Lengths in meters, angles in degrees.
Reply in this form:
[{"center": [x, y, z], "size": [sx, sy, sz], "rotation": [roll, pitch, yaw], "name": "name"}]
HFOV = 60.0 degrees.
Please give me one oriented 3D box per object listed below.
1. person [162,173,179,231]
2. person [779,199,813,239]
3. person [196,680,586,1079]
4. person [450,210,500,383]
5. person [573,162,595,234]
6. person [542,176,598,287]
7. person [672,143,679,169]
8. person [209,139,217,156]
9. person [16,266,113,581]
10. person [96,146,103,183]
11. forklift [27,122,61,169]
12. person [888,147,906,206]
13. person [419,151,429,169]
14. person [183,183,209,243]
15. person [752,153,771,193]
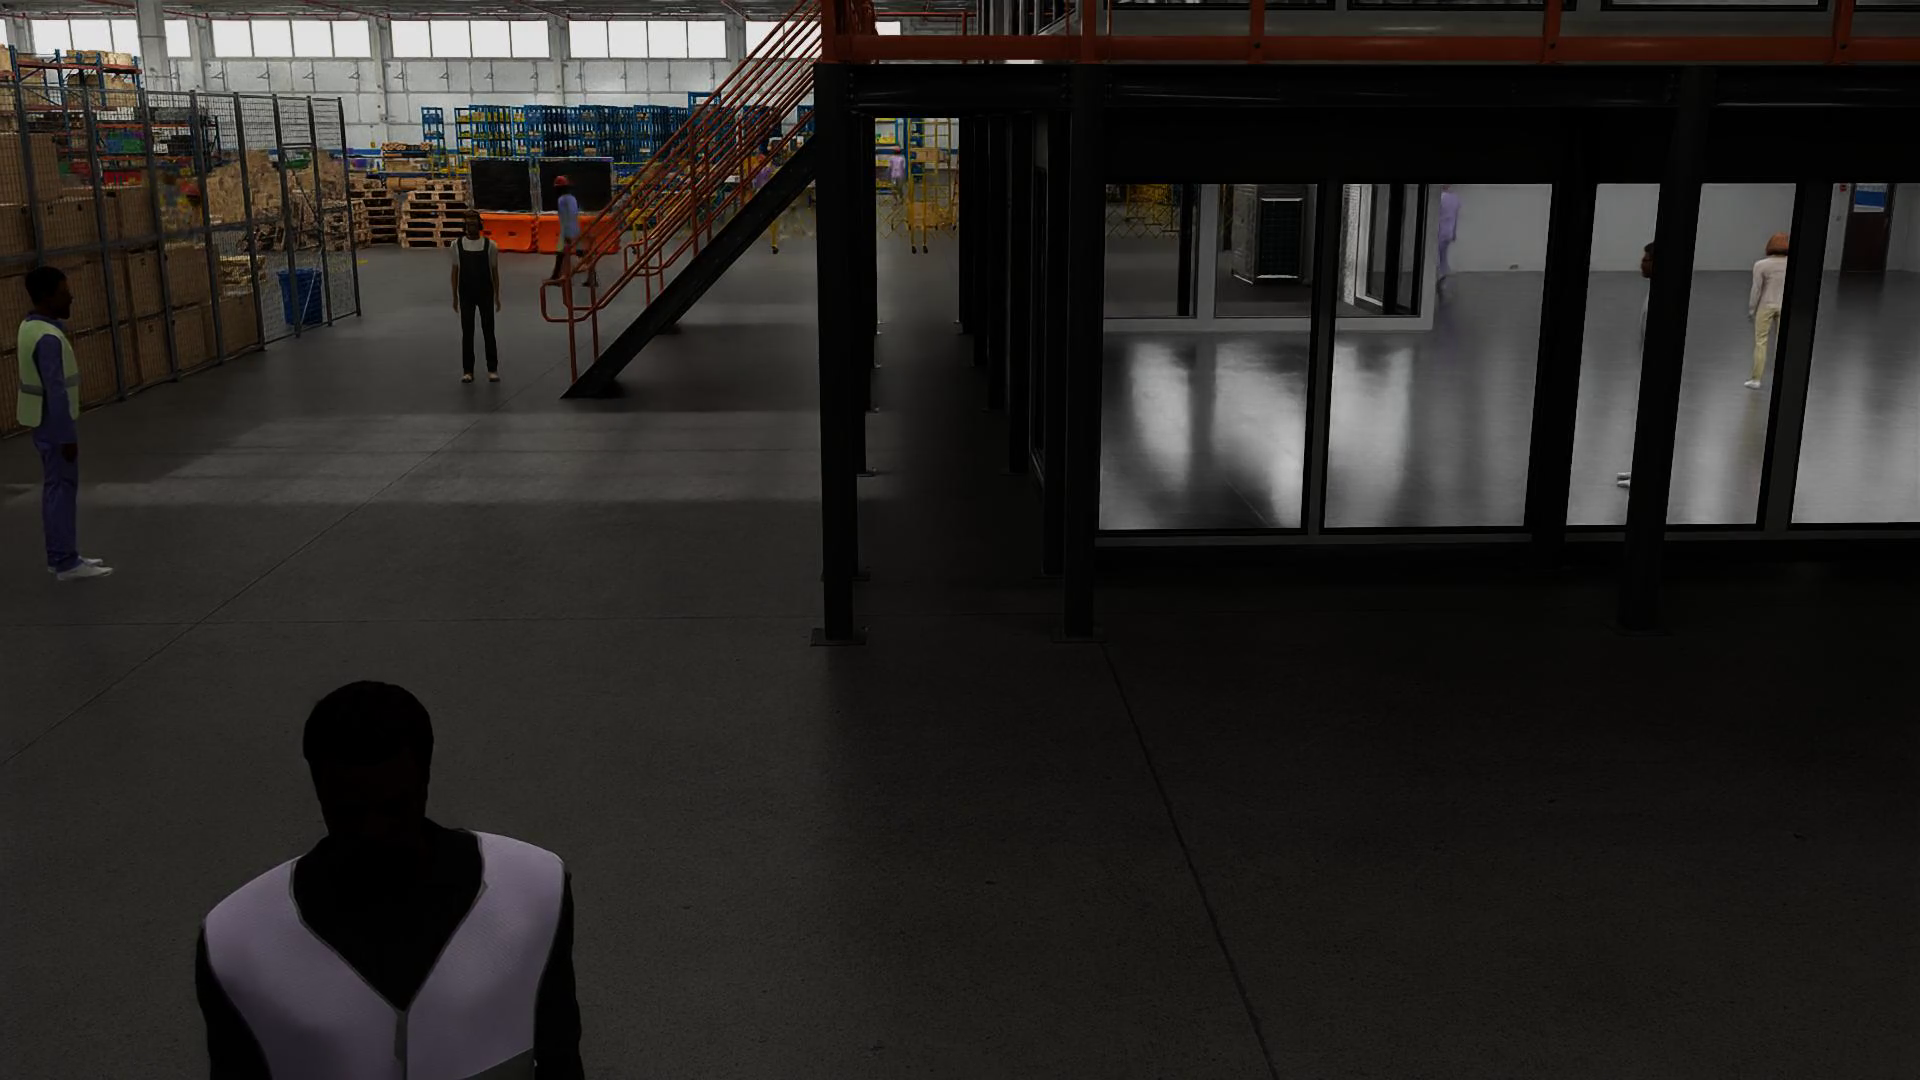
[{"center": [-18.630, -7.822, 39.183], "size": [0.501, 1.604, 0.747], "rotation": [11, 18, 36], "name": "person"}, {"center": [-4.002, -8.141, 40.246], "size": [0.875, 1.695, 0.509], "rotation": [0, 14, -1], "name": "person"}, {"center": [-0.916, 1.129, 2.802], "size": [0.584, 1.911, 0.391], "rotation": [-6, 15, -22], "name": "person"}, {"center": [-5.201, -2.616, 17.891], "size": [0.508, 1.845, 0.345], "rotation": [-4, 14, -14], "name": "person"}, {"center": [-9.632, -8.643, 42.035], "size": [0.690, 1.815, 0.600], "rotation": [-4, 15, -14], "name": "person"}, {"center": [-6.670, -5.260, 28.407], "size": [1.027, 1.883, 0.557], "rotation": [5, 15, 19], "name": "person"}, {"center": [-14.426, -19.324, 84.768], "size": [0.958, 1.792, 0.576], "rotation": [0, 14, 0], "name": "person"}, {"center": [-39.187, -19.988, 87.064], "size": [0.606, 1.975, 0.813], "rotation": [-9, 17, -33], "name": "person"}, {"center": [-5.490, -0.695, 10.089], "size": [0.395, 1.913, 0.592], "rotation": [-10, 17, -34], "name": "person"}, {"center": [-28.985, -12.240, 55.942], "size": [0.364, 2.048, 0.611], "rotation": [-12, 18, -39], "name": "person"}, {"center": [-35.376, -14.773, 64.377], "size": [1.129, 2.768, 1.873], "rotation": [-1, 14, -2], "name": "forklift"}, {"center": [-2.147, -12.444, 56.909], "size": [0.632, 1.988, 1.070], "rotation": [1, 14, 6], "name": "person"}, {"center": [-23.494, -16.339, 72.874], "size": [0.906, 1.785, 0.599], "rotation": [-4, 14, -14], "name": "person"}, {"center": [-10.877, -4.094, 23.648], "size": [0.538, 1.923, 0.558], "rotation": [-7, 16, -25], "name": "person"}, {"center": [-5.779, -10.349, 48.647], "size": [0.567, 1.916, 0.600], "rotation": [0, 14, -2], "name": "person"}]
